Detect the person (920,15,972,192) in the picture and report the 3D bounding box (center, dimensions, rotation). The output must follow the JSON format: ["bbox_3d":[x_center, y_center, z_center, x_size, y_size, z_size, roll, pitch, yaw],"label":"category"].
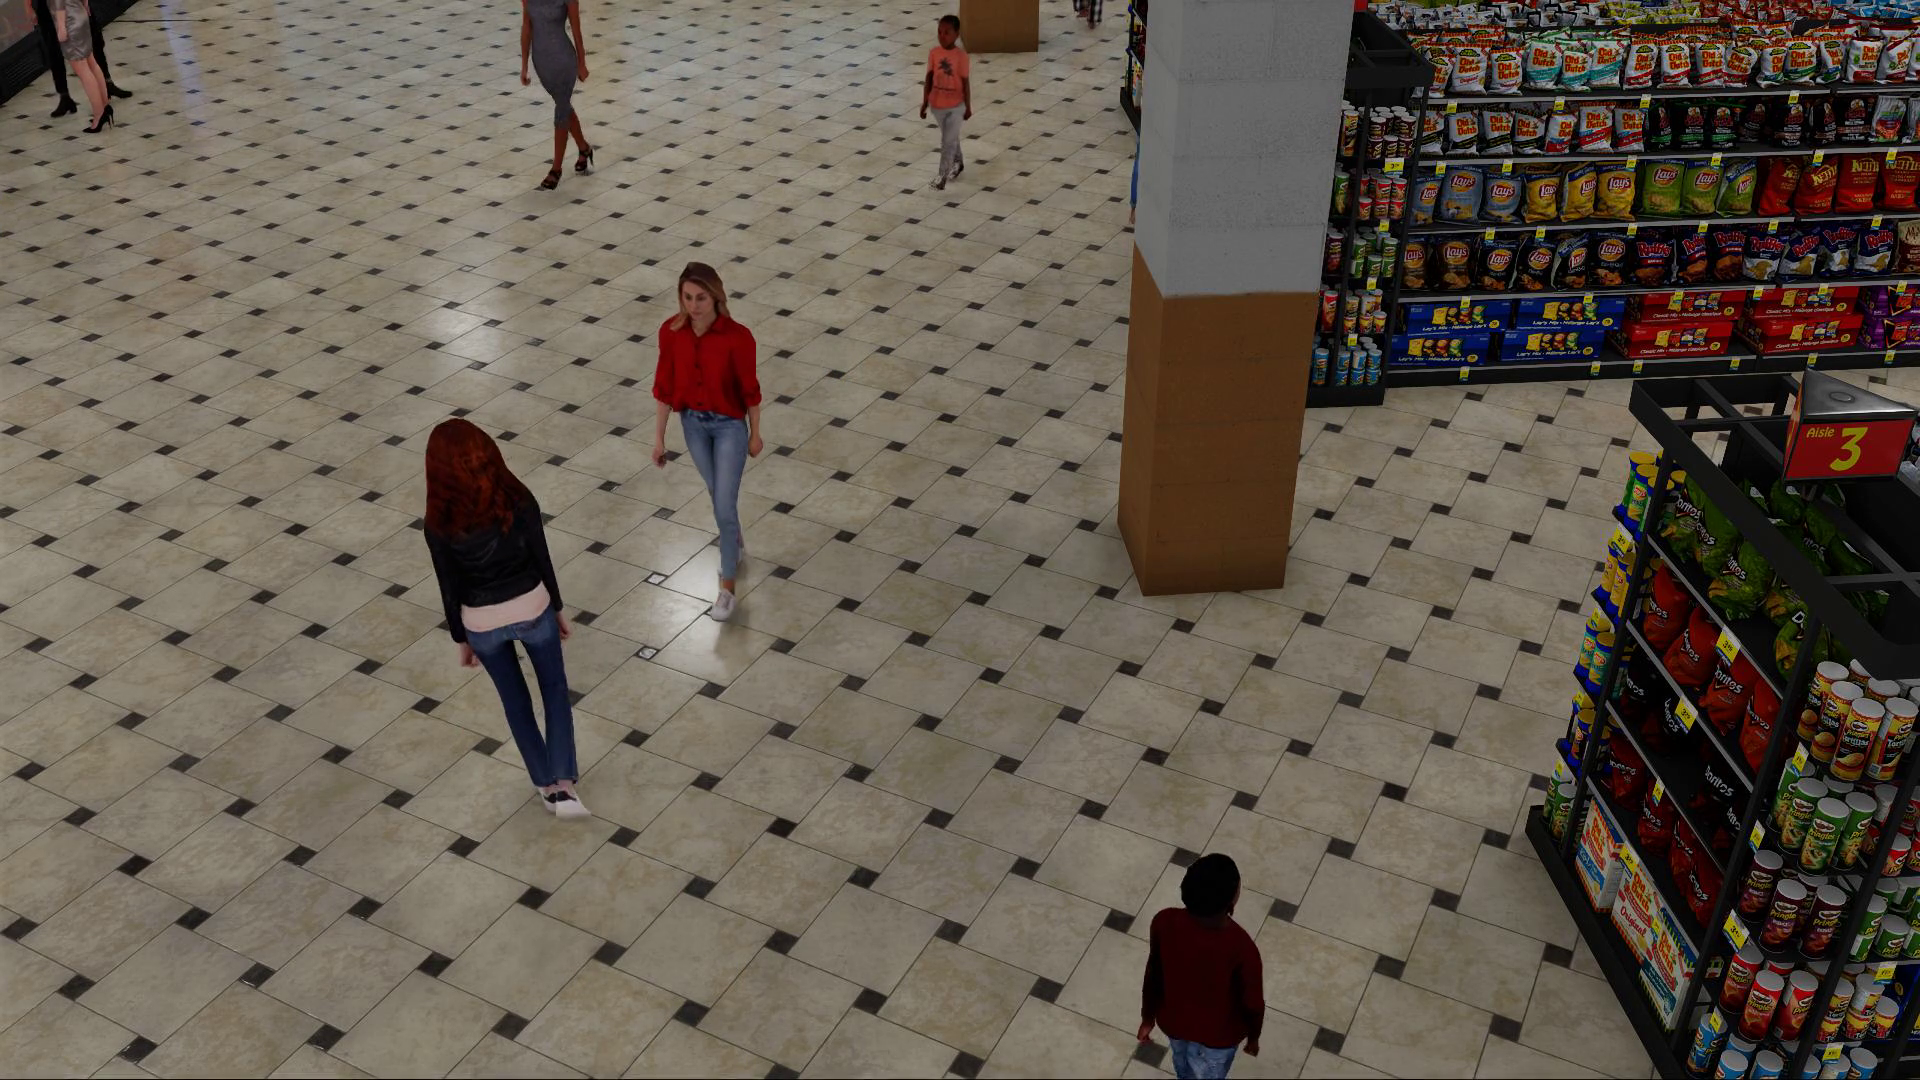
[{"bbox_3d":[-0.065,-3.322,12.603,0.888,1.281,0.831,15,35,23],"label":"person"}]

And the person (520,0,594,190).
[{"bbox_3d":[-3.003,-3.582,12.584,1.089,1.741,0.931,11,33,16],"label":"person"}]

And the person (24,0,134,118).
[{"bbox_3d":[-7.636,-4.477,14.031,0.869,1.733,0.963,-20,37,-28],"label":"person"}]

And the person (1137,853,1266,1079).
[{"bbox_3d":[0.684,1.469,4.938,0.874,1.243,0.882,20,37,29],"label":"person"}]

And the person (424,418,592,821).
[{"bbox_3d":[-1.662,0.394,6.164,0.875,1.773,0.808,-8,33,-13],"label":"person"}]

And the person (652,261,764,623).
[{"bbox_3d":[-1.122,-0.543,7.761,0.957,1.677,0.892,9,33,14],"label":"person"}]

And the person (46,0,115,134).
[{"bbox_3d":[-7.284,-4.227,13.619,0.523,1.744,0.609,-5,32,-8],"label":"person"}]
